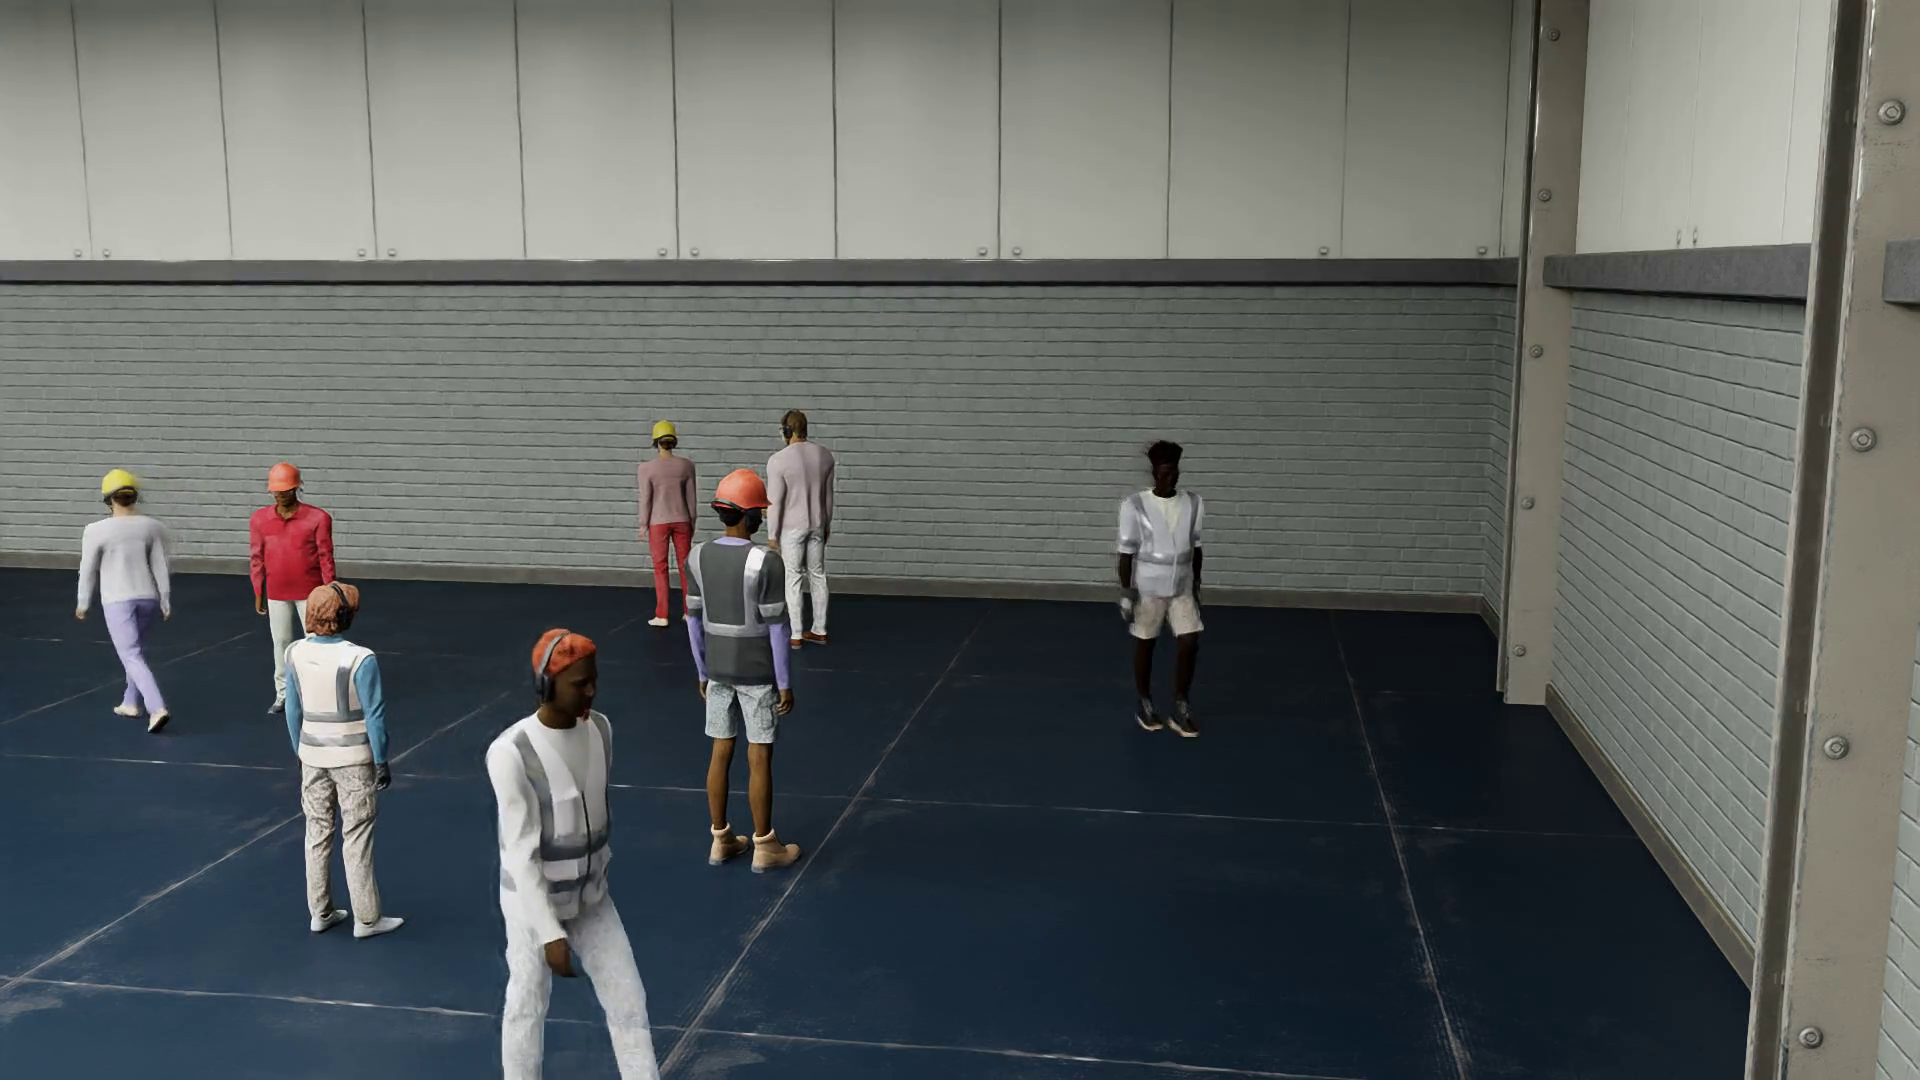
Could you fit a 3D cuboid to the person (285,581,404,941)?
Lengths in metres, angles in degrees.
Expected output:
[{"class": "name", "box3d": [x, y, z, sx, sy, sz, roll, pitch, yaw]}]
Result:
[{"class": "person", "box3d": [-2.814, 1.002, 7.550, 0.523, 1.639, 0.306, 3, 10, 20]}]

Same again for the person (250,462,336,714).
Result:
[{"class": "person", "box3d": [-4.559, 0.333, 11.362, 0.568, 1.744, 0.359, -1, 9, -4]}]

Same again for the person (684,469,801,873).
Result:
[{"class": "person", "box3d": [-1.092, 0.660, 8.420, 0.606, 2.044, 0.373, 5, 10, 28]}]

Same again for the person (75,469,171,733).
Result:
[{"class": "person", "box3d": [-5.477, 0.396, 11.024, 0.863, 1.726, 0.525, 6, 11, 32]}]

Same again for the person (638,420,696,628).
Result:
[{"class": "person", "box3d": [-2.495, -0.135, 14.175, 0.526, 1.769, 0.330, -6, 11, -31]}]

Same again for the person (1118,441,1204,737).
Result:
[{"class": "person", "box3d": [1.340, 0.324, 10.782, 0.627, 1.938, 0.754, -3, 10, -16]}]

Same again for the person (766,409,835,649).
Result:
[{"class": "person", "box3d": [-1.287, -0.082, 13.363, 0.633, 1.929, 0.377, -8, 12, -40]}]

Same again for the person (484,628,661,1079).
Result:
[{"class": "person", "box3d": [-1.228, 1.226, 5.509, 0.892, 1.848, 0.579, 6, 11, 32]}]
